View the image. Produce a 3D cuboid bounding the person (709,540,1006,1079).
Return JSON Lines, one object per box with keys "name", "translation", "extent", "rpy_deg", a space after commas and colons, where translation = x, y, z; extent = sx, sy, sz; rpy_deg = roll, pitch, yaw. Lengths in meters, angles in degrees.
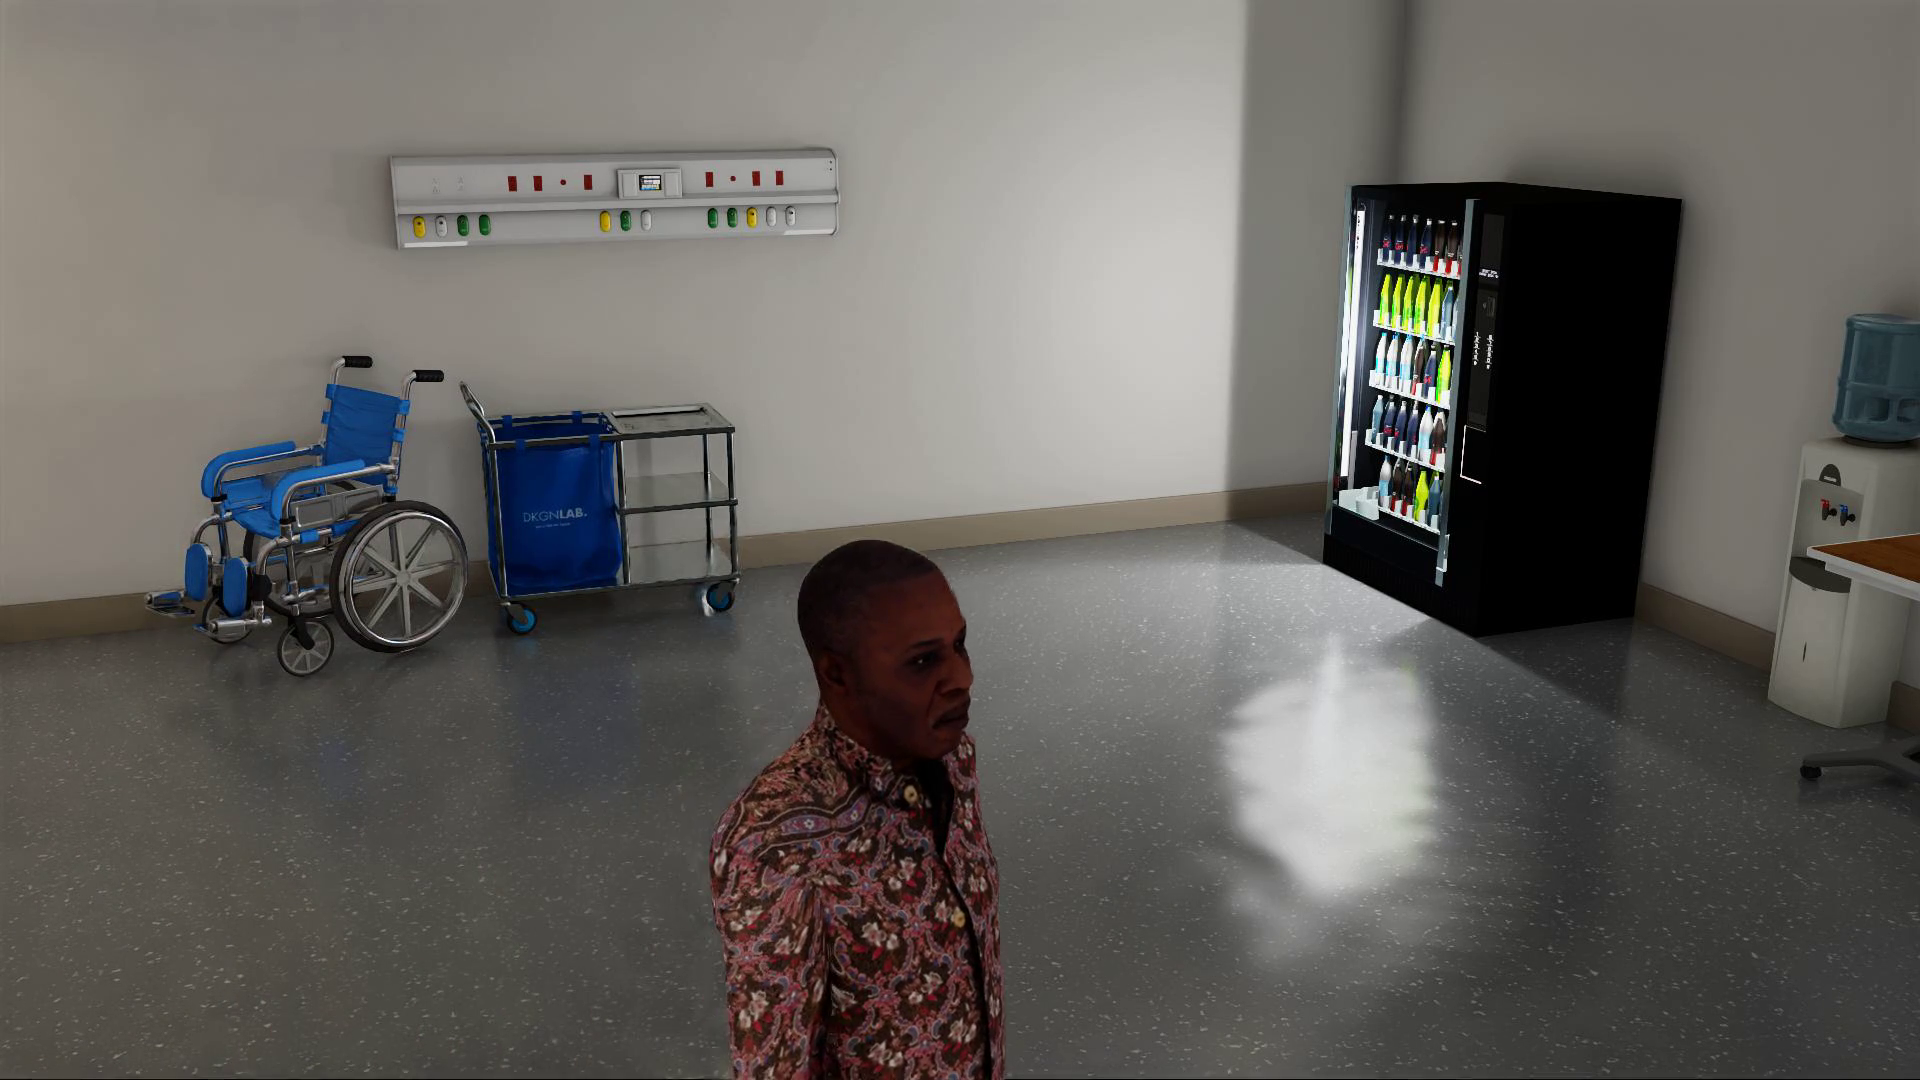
{"name": "person", "translation": [-0.202, 0.875, 2.268], "extent": [1.289, 1.764, 1.163], "rpy_deg": [10, 18, 31]}
